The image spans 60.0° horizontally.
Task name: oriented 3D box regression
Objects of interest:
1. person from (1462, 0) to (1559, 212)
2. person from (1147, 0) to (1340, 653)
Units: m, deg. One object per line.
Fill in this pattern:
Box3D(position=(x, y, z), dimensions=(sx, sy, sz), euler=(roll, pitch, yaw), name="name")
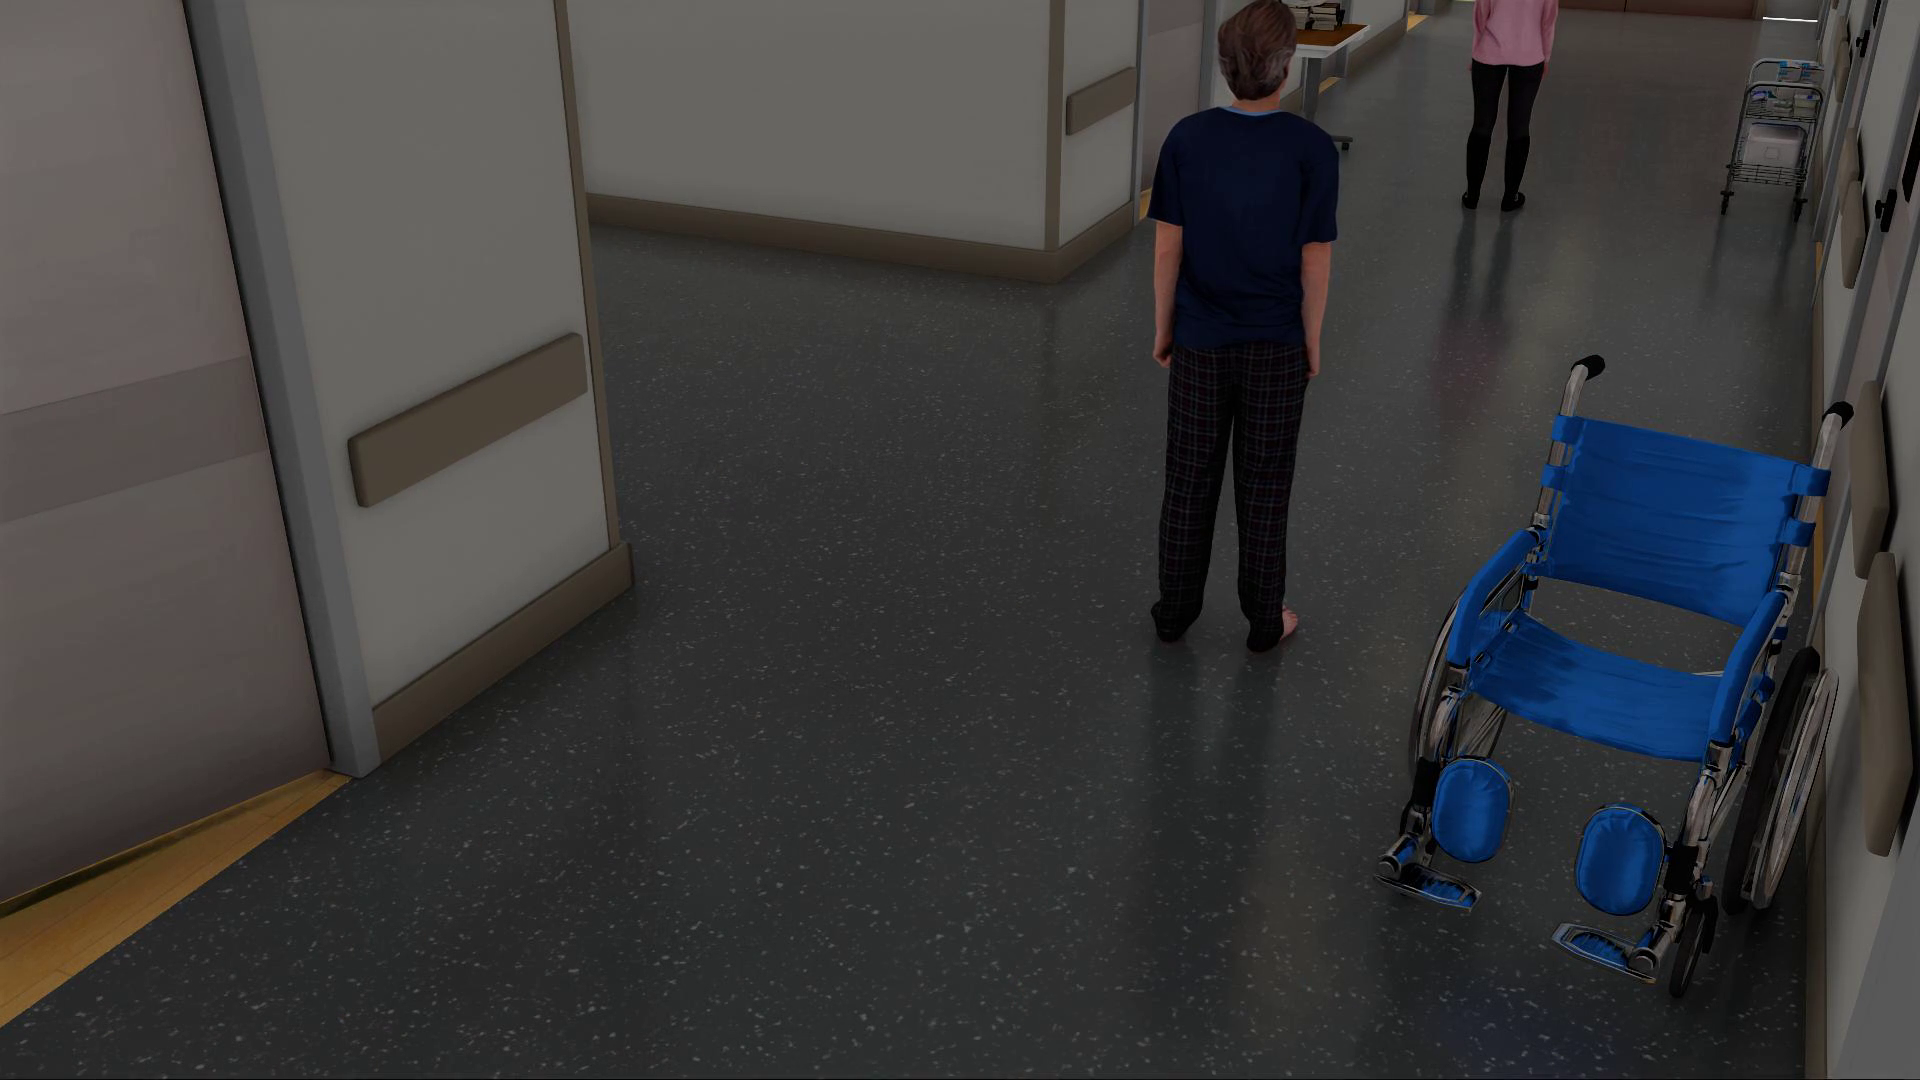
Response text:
Box3D(position=(3.104, -2.728, 9.414), dimensions=(0.609, 1.688, 0.547), euler=(10, 27, 19), name="person")
Box3D(position=(0.788, -0.558, 4.703), dimensions=(0.687, 1.872, 0.580), euler=(8, 27, 16), name="person")
